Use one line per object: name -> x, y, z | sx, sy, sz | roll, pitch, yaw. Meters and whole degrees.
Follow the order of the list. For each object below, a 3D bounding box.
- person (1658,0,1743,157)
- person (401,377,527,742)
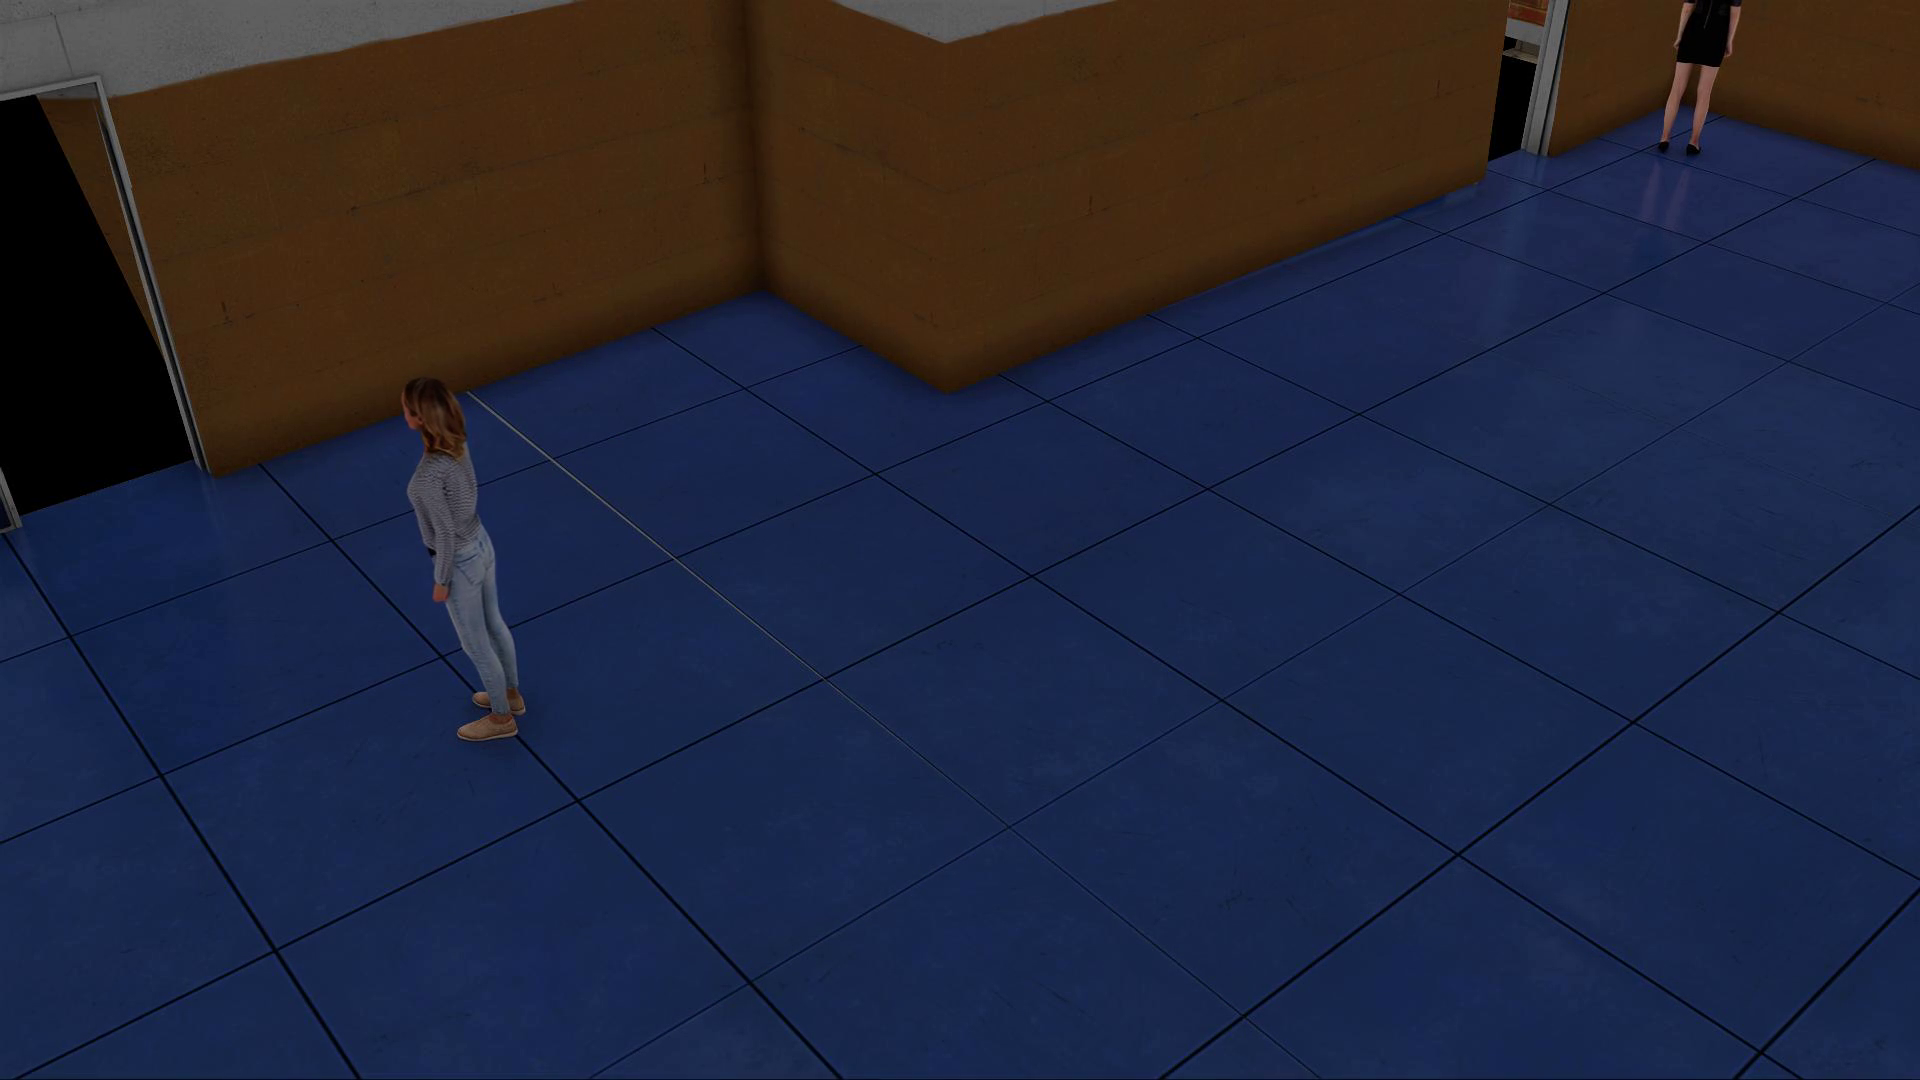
person -> 5.930, -3.978, 13.263 | 0.558, 1.829, 0.711 | 17, 37, 24
person -> -2.141, 0.098, 7.165 | 0.707, 1.795, 0.641 | 2, 34, 3
